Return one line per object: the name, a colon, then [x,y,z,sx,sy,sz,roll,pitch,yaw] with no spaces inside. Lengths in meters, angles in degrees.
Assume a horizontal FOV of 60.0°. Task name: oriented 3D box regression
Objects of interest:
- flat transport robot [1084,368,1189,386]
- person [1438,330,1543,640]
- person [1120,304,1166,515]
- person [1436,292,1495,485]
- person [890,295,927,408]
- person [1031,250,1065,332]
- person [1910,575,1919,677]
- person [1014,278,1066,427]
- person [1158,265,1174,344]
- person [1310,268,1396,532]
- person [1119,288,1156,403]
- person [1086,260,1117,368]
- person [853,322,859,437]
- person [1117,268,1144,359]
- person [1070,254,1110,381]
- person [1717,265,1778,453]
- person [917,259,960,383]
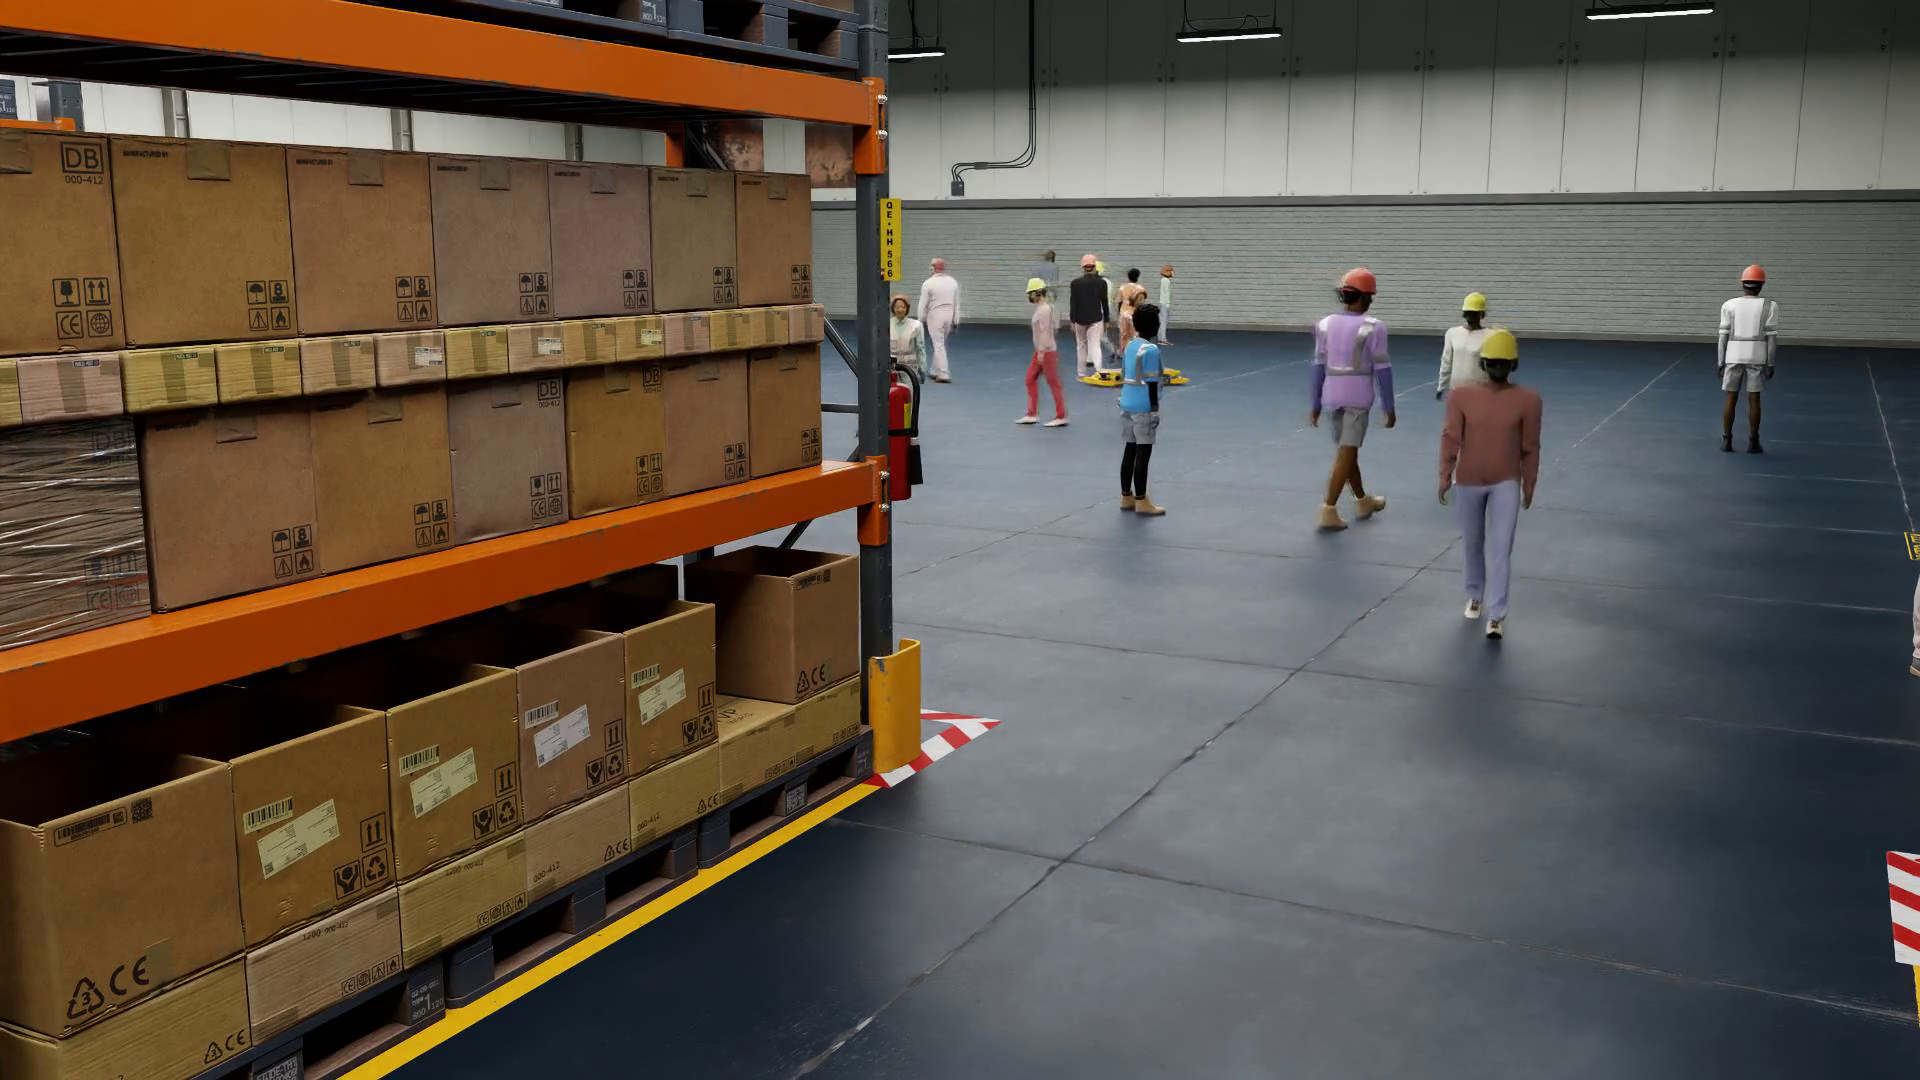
flat transport robot: [2.648,-2.462,24.997,1.431,0.197,0.652,-4,11,-20]
person: [2.994,-0.328,9.423,0.528,1.716,0.925,4,11,23]
person: [1.468,-1.051,13.411,0.321,1.696,0.537,-3,11,-17]
person: [4.689,-1.406,15.243,0.525,1.735,0.809,9,14,41]
person: [-0.619,-1.740,17.390,0.545,1.602,0.782,0,10,-2]
person: [2.016,-5.732,38.399,0.990,1.903,0.642,-10,14,-42]
person: [5.101,-0.265,8.332,0.608,1.989,0.386,-2,11,-12]
person: [0.920,-2.190,19.505,0.728,1.724,0.653,-1,10,-6]
person: [4.248,-4.850,34.298,0.282,1.633,0.501,-1,10,-5]
person: [3.061,-1.082,12.801,1.021,1.984,0.625,-8,13,-37]
person: [2.088,-2.210,19.922,0.527,1.621,0.454,-9,14,-40]
person: [2.350,-3.828,28.215,0.594,1.820,0.606,-8,13,-37]
person: [-0.962,-1.972,18.749,0.494,1.579,0.877,5,11,23]
person: [3.093,-4.119,30.298,0.539,1.644,0.916,6,12,29]
person: [1.983,-3.359,25.289,0.630,1.964,0.917,-1,10,-7]
person: [8.140,-1.867,17.214,0.551,1.932,0.377,6,12,30]
person: [-0.401,-3.355,25.481,0.672,1.867,0.905,-8,13,-38]
